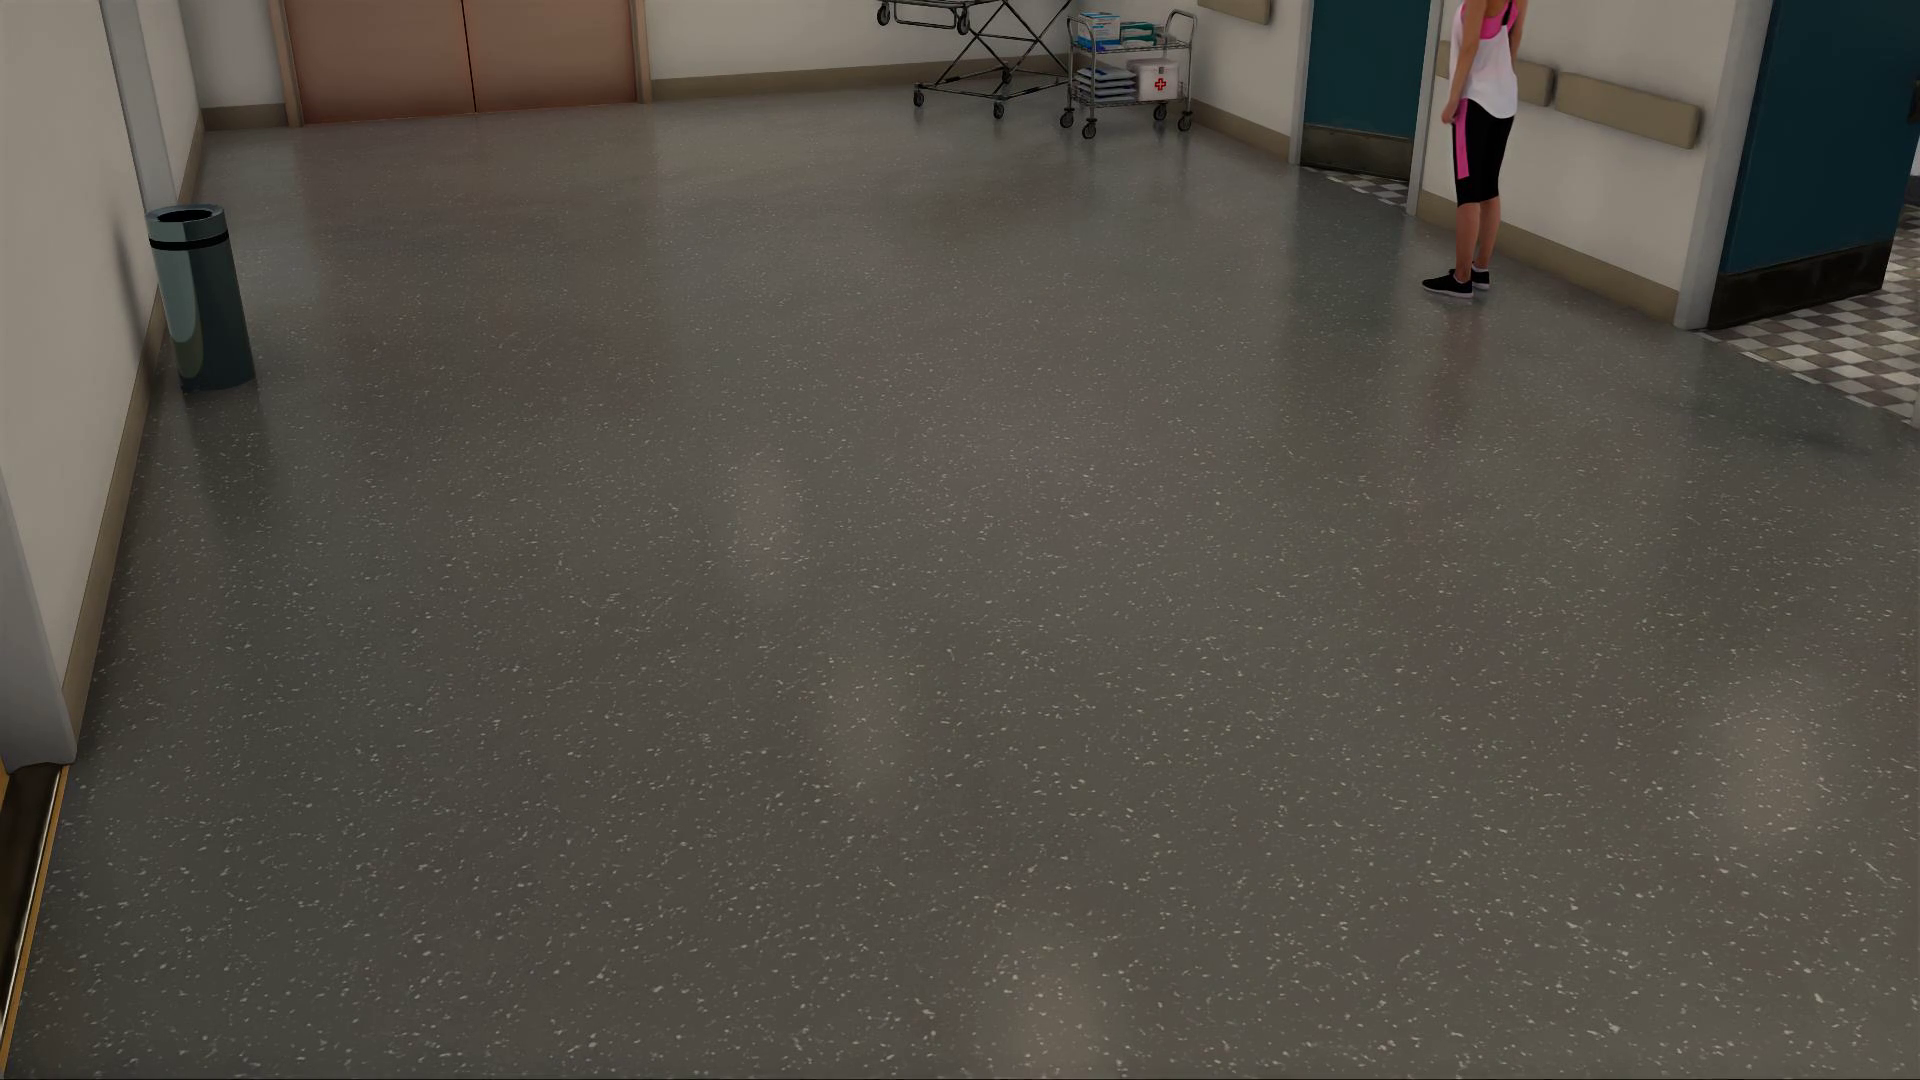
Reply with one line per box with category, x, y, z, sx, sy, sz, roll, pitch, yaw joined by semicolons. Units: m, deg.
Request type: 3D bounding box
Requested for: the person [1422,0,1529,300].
person;2.467;-2.035;7.814;0.667;1.786;0.626;-19;32;-34
